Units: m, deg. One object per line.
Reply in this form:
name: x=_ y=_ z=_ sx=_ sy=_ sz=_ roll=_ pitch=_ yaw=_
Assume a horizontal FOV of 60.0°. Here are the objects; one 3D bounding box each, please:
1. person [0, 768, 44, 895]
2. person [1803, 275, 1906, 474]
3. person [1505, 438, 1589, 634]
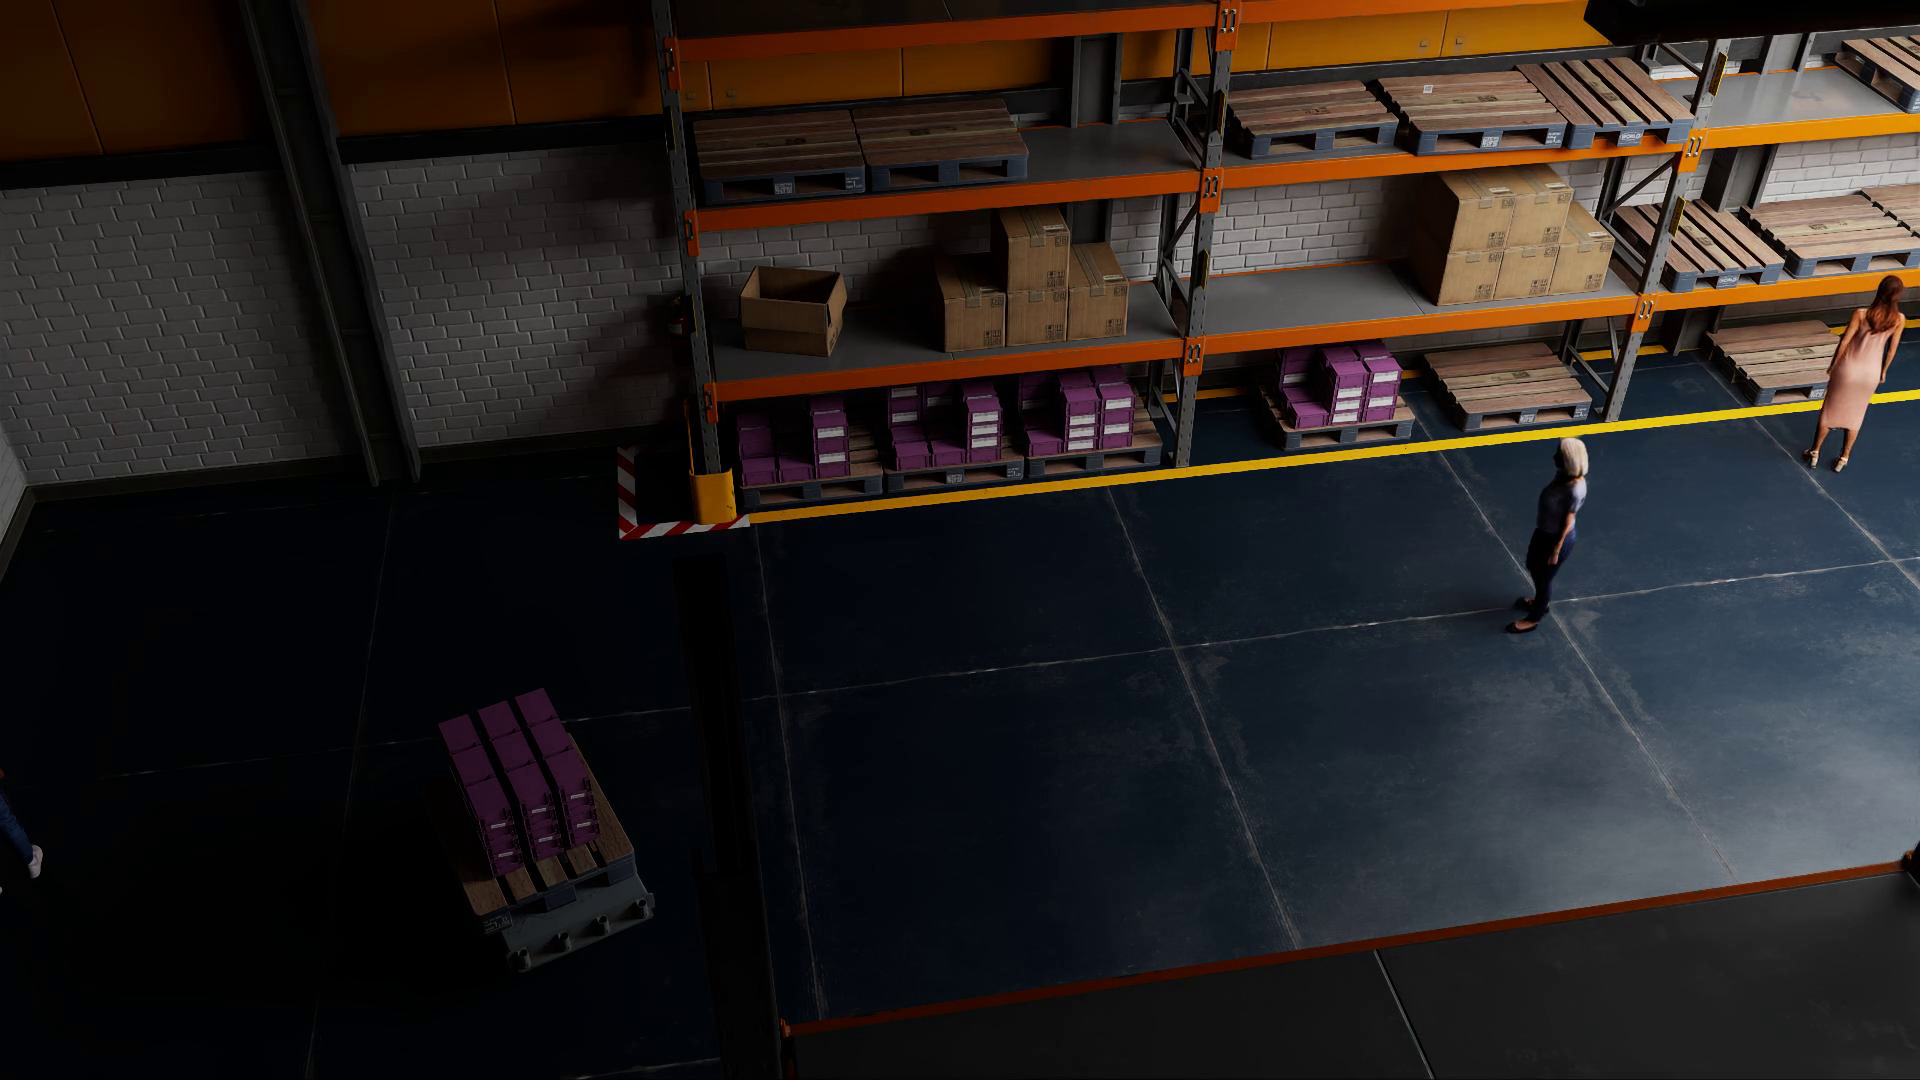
person: x=-6.200 y=1.501 z=10.300 sx=0.690 sy=1.811 sz=0.821 roll=-26 pitch=45 yaw=-28
person: x=7.498 y=-1.388 z=13.900 sx=0.645 sy=1.833 sz=0.752 roll=11 pitch=40 yaw=14
person: x=4.415 y=-0.030 z=12.295 sx=0.665 sy=1.714 sz=0.665 roll=2 pitch=39 yaw=2
